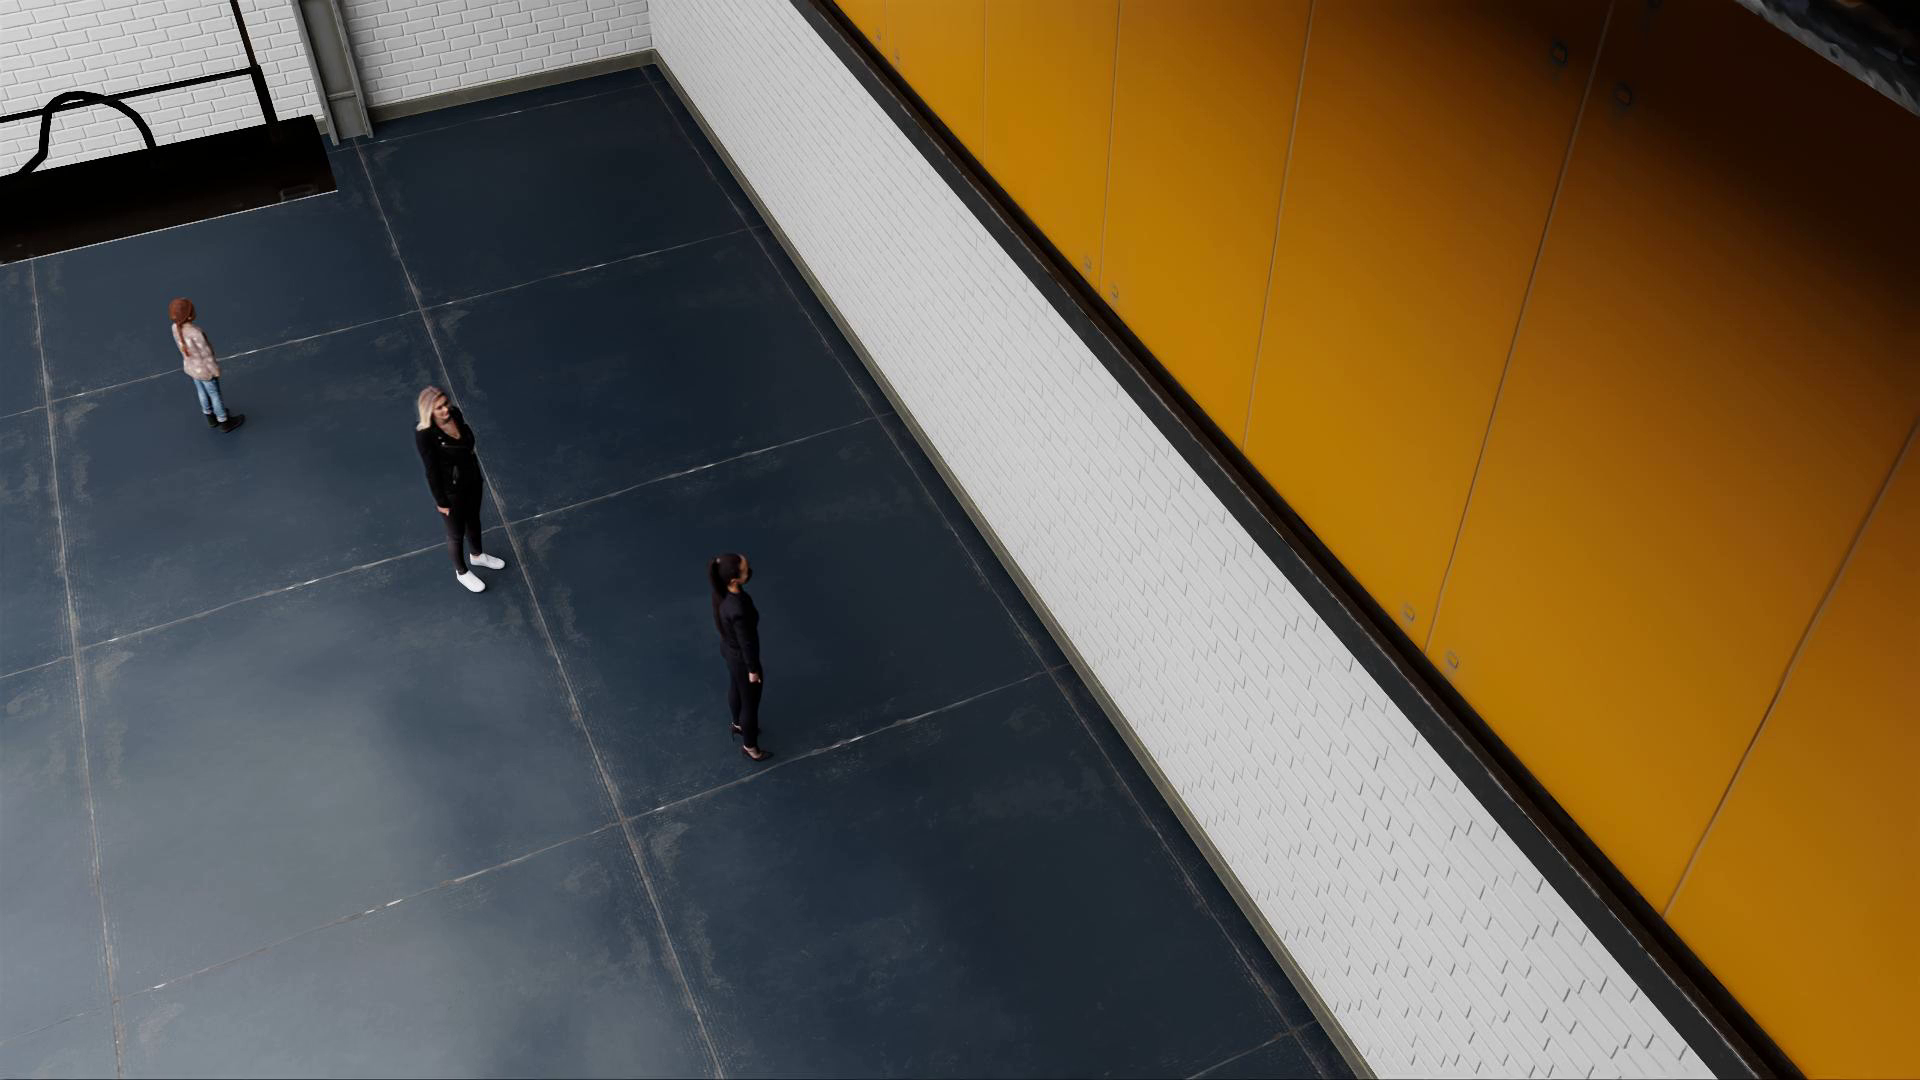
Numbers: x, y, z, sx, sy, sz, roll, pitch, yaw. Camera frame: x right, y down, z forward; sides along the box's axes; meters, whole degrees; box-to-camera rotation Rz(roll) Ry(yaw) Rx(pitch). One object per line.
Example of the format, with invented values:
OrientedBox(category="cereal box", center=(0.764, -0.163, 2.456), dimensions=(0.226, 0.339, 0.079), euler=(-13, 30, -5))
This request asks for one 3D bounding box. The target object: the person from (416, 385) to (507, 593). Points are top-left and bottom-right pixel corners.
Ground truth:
OrientedBox(category="person", center=(-3.467, -0.381, 11.436), dimensions=(0.755, 1.685, 0.681), euler=(17, 46, 17))

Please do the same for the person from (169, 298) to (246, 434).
OrientedBox(category="person", center=(-5.848, -1.344, 12.803), dimensions=(0.548, 1.193, 0.588), euler=(24, 49, 23))

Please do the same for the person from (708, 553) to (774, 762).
OrientedBox(category="person", center=(-1.345, 0.712, 10.269), dimensions=(0.482, 1.711, 0.586), euler=(-16, 46, -16))
